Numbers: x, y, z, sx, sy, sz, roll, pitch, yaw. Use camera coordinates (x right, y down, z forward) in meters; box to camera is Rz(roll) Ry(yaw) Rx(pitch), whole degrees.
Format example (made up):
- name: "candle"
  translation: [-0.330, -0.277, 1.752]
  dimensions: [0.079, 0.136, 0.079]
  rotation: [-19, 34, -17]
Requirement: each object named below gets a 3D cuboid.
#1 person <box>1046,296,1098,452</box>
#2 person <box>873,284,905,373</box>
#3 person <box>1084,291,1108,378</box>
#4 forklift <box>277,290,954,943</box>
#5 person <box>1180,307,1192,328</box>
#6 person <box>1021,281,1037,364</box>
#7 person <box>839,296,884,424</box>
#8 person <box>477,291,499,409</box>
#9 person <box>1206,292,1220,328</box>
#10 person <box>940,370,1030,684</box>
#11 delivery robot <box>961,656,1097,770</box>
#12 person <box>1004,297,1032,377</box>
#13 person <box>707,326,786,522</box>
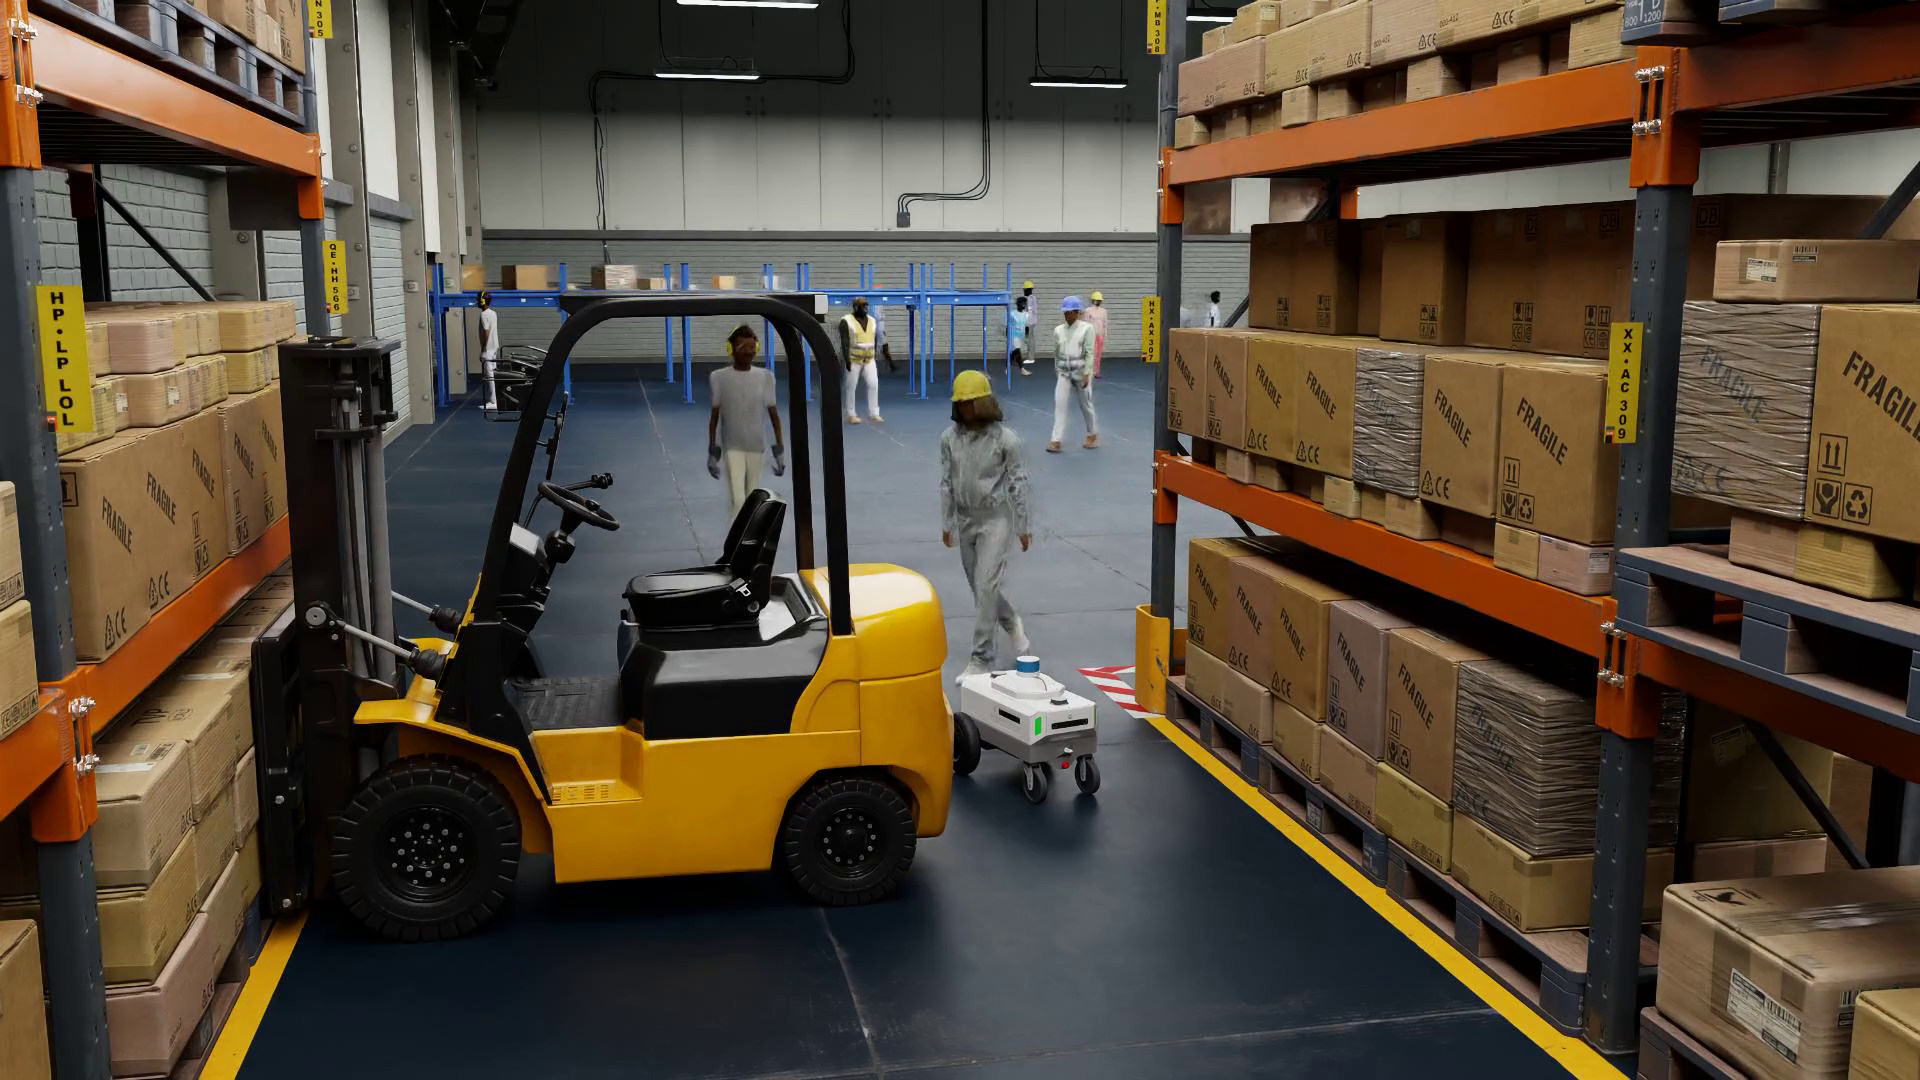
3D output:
- name: "person"
  translation: [1.418, -2.054, 20.508]
  dimensions: [0.605, 1.905, 0.980]
  rotation: [5, 11, 30]
- name: "person"
  translation: [-1.692, -4.480, 35.329]
  dimensions: [0.978, 1.882, 0.567]
  rotation: [-1, 9, -7]
- name: "person"
  translation: [2.751, -4.183, 33.890]
  dimensions: [0.544, 1.751, 0.434]
  rotation: [-5, 10, -26]
- name: "forklift"
  translation: [-1.179, 0.175, 6.143]
  dimensions: [2.313, 2.155, 1.214]
  rotation: [-2, 10, -12]
- name: "person"
  translation: [3.237, -2.938, 25.880]
  dimensions: [0.656, 1.896, 0.957]
  rotation: [-2, 9, -10]
- name: "person"
  translation: [1.608, -5.089, 38.910]
  dimensions: [0.366, 1.926, 0.594]
  rotation: [2, 9, 11]
- name: "person"
  translation: [-1.402, -2.567, 23.847]
  dimensions: [0.621, 1.820, 0.761]
  rotation: [-6, 11, -32]
- name: "person"
  translation: [-7.535, -3.028, 26.518]
  dimensions: [0.336, 1.873, 0.521]
  rotation: [1, 9, 5]
- name: "person"
  translation: [6.149, -5.093, 39.732]
  dimensions: [0.847, 1.649, 0.557]
  rotation: [0, 9, 2]
- name: "person"
  translation: [0.173, -0.109, 9.255]
  dimensions: [0.512, 1.703, 0.786]
  rotation: [6, 11, 34]
- name: "delivery robot"
  translation: [0.299, 0.754, 7.311]
  dimensions: [0.477, 0.478, 0.707]
  rotation: [-5, 11, -28]
- name: "person"
  translation: [1.157, -4.183, 34.231]
  dimensions: [0.539, 1.645, 0.854]
  rotation: [-8, 12, -40]
- name: "person"
  translation: [-1.540, -0.641, 12.142]
  dimensions: [0.533, 1.819, 0.945]
  rotation: [-4, 10, -23]
